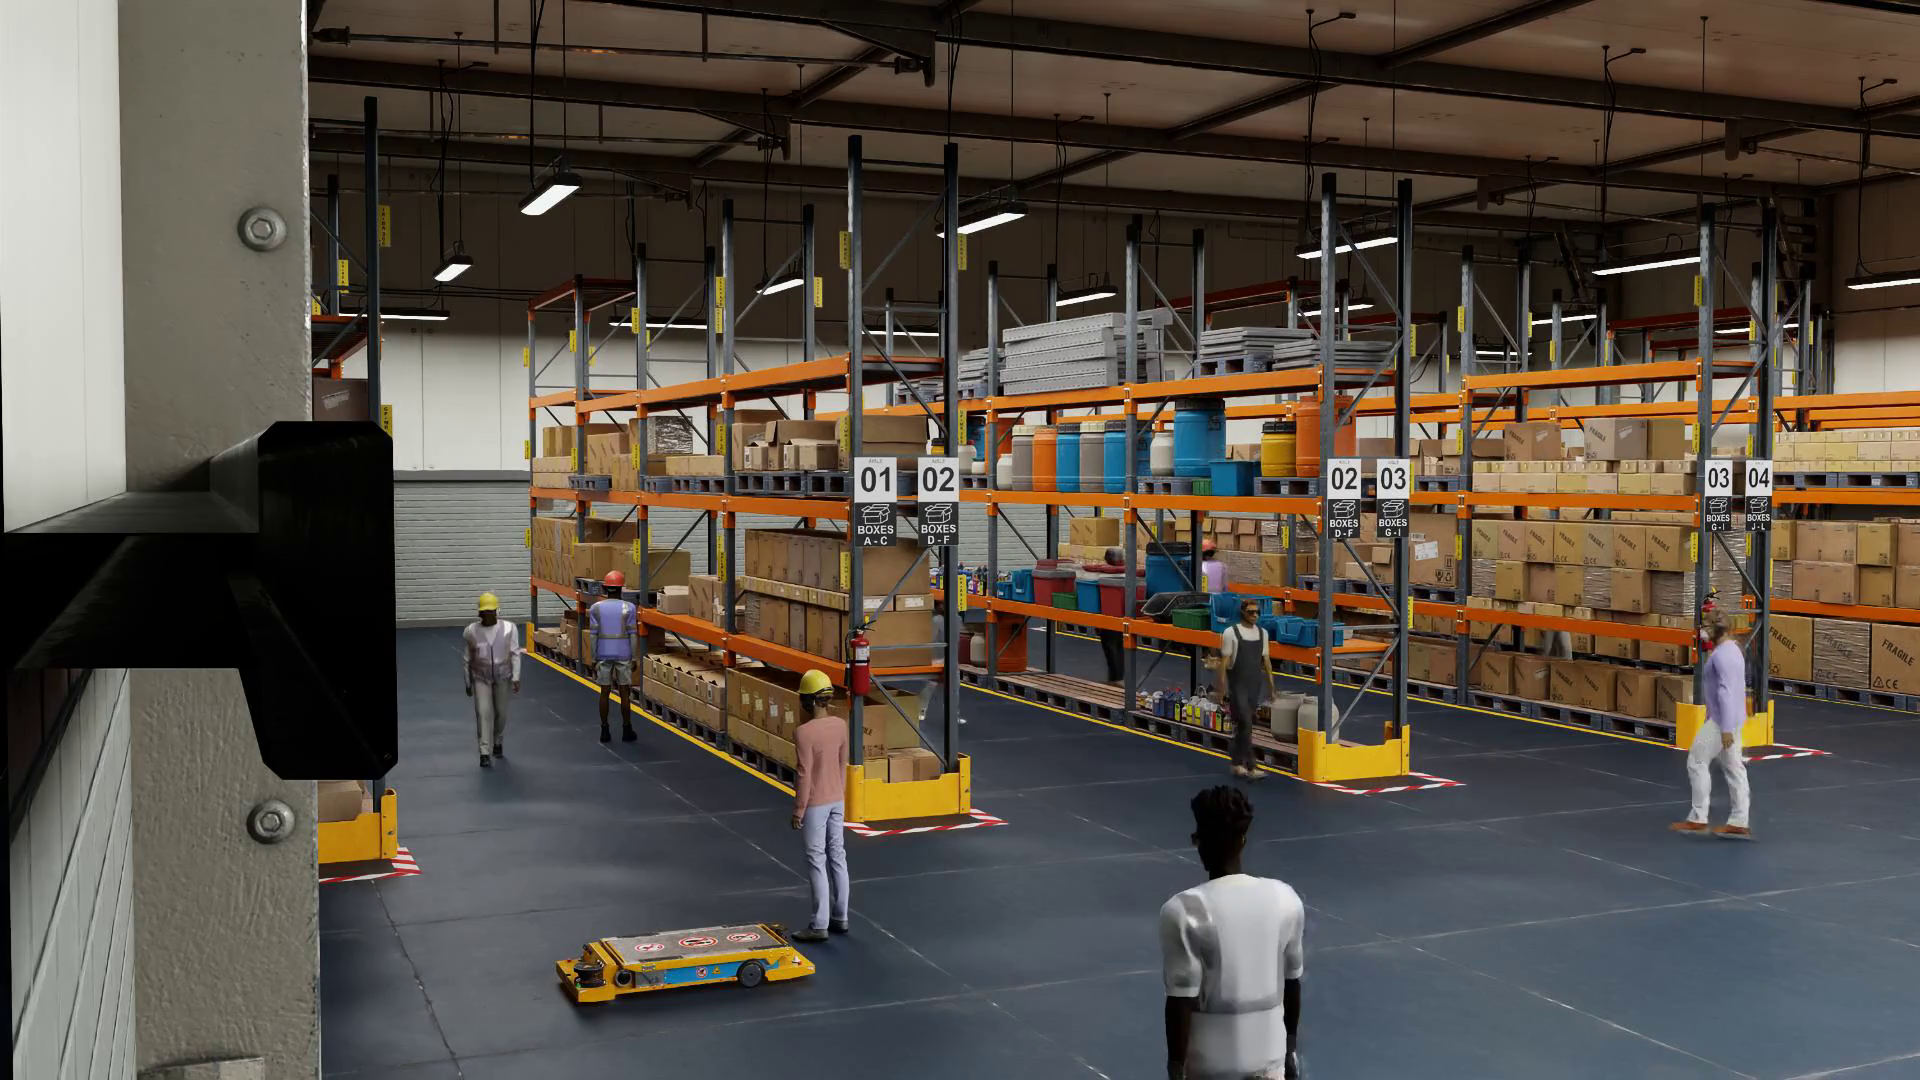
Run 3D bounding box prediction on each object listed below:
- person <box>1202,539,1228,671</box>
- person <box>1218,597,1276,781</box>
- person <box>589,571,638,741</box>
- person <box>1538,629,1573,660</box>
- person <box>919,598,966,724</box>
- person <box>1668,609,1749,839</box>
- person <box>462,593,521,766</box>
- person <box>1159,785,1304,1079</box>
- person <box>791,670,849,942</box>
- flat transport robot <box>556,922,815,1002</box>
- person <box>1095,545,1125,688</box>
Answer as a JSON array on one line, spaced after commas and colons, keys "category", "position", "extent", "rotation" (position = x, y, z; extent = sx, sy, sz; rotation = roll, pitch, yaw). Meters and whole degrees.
[{"category": "person", "position": [3.815, 0.999, 27.833], "extent": [0.633, 2.007, 0.839], "rotation": [-1, 2, -26]}, {"category": "person", "position": [2.902, 1.482, 17.766], "extent": [0.535, 1.813, 0.841], "rotation": [-1, 2, -25]}, {"category": "person", "position": [-3.947, 1.319, 20.450], "extent": [0.544, 1.939, 0.372], "rotation": [0, 2, 2]}, {"category": "person", "position": [8.465, 1.204, 25.326], "extent": [0.618, 1.789, 0.886], "rotation": [-1, 2, -16]}, {"category": "person", "position": [-0.252, 1.438, 21.954], "extent": [0.515, 1.590, 0.711], "rotation": [-2, 3, -38]}, {"category": "person", "position": [6.266, 1.536, 15.028], "extent": [0.758, 1.914, 0.662], "rotation": [1, 2, 28]}, {"category": "person", "position": [-4.971, 1.446, 19.010], "extent": [0.591, 1.799, 0.860], "rotation": [-1, 2, -18]}, {"category": "person", "position": [1.022, 1.860, 6.470], "extent": [0.617, 1.940, 0.914], "rotation": [-1, 2, -24]}, {"category": "person", "position": [-0.940, 1.736, 11.793], "extent": [0.326, 1.767, 0.533], "rotation": [1, 3, 32]}, {"category": "flat transport robot", "position": [-1.658, 2.531, 10.816], "extent": [1.431, 0.197, 0.652], "rotation": [-1, 2, -23]}, {"category": "person", "position": [2.158, 1.098, 25.460], "extent": [0.674, 2.000, 0.535], "rotation": [-2, 3, -42]}]
